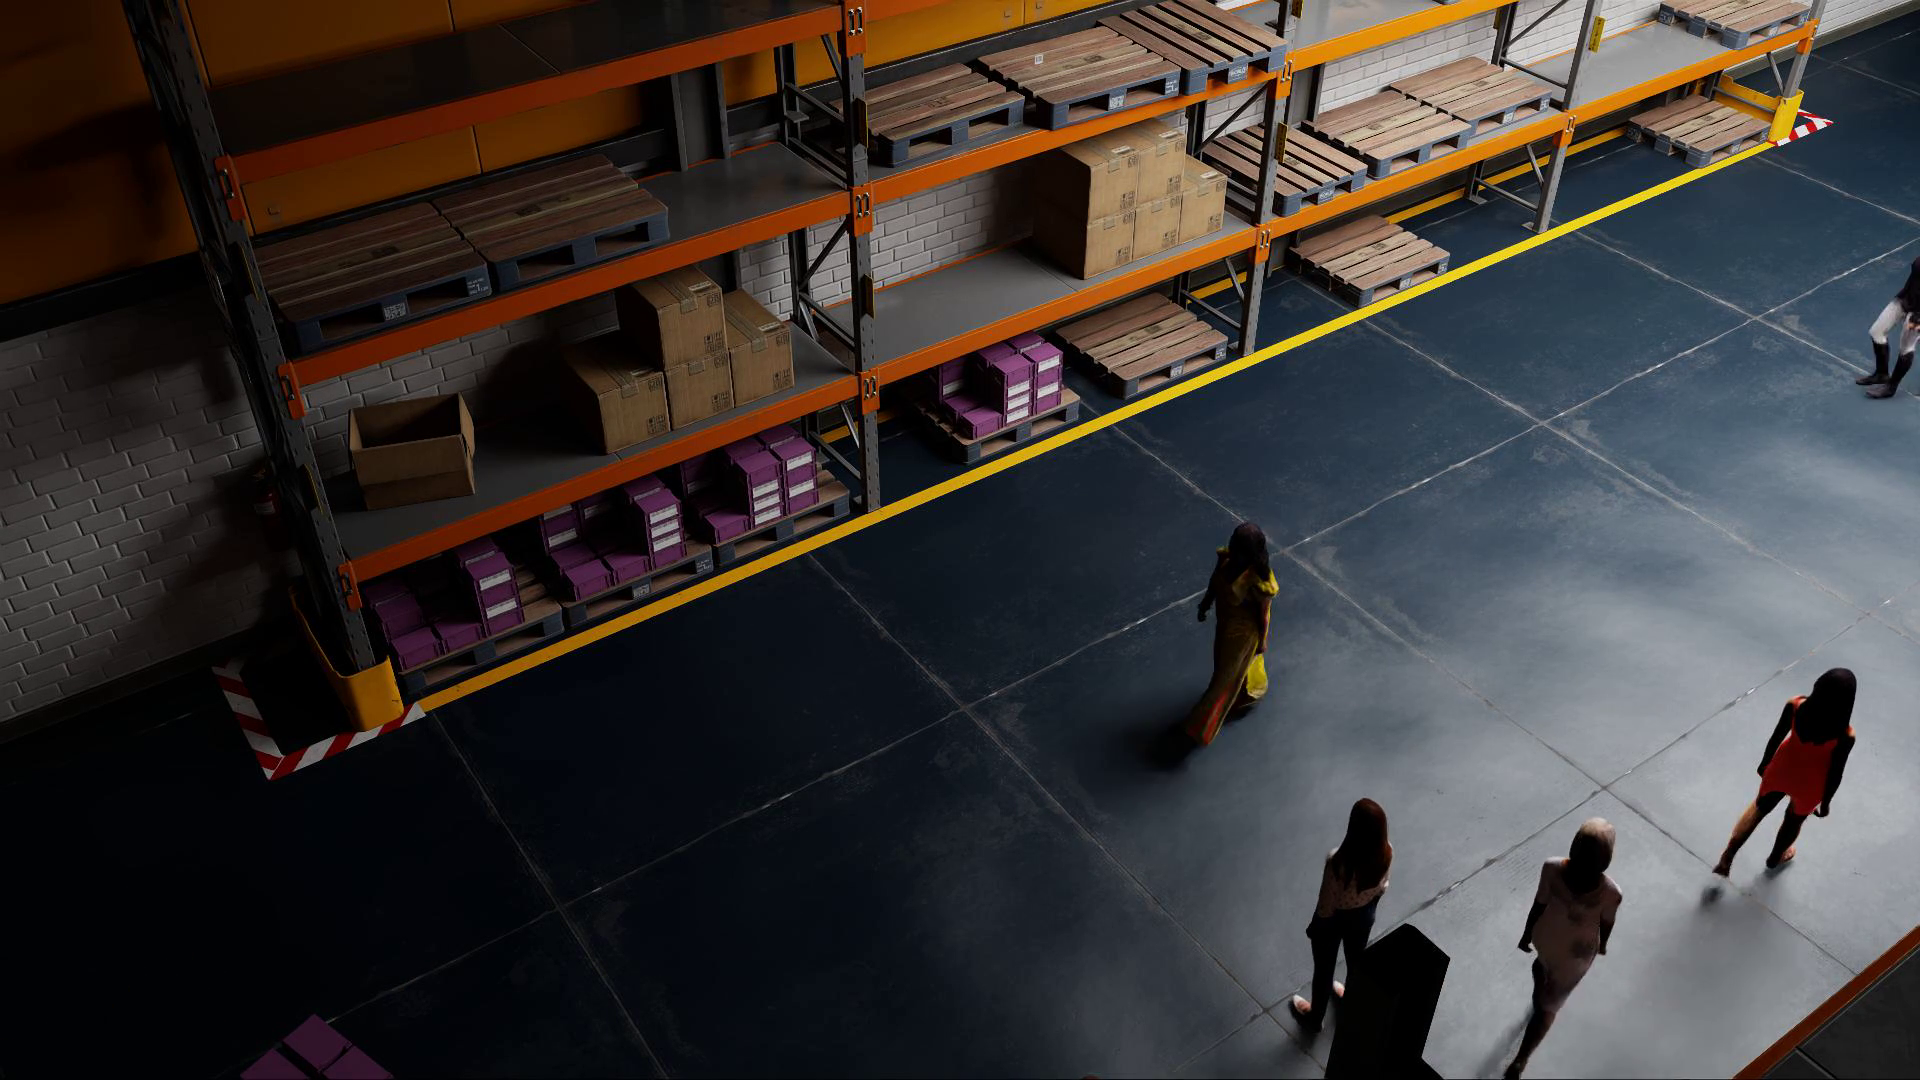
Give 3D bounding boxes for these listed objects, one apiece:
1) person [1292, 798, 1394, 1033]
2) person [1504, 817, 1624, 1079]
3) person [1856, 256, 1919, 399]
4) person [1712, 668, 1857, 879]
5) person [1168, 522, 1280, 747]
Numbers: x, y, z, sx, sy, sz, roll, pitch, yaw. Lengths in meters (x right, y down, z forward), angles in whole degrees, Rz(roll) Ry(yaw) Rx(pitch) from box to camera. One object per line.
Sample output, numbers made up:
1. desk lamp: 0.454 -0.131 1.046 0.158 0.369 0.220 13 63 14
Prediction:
1. person: 2.082 2.023 8.956 0.519 1.729 0.689 -13 40 -16
2. person: 3.150 2.196 8.752 0.741 1.712 1.127 28 47 31
3. person: 8.063 -1.922 13.899 0.761 1.722 0.710 1 39 1
4. person: 4.854 1.421 9.731 0.963 1.701 0.627 -26 45 -29
5. person: 1.904 0.537 10.899 1.196 1.624 0.930 -16 41 -19
